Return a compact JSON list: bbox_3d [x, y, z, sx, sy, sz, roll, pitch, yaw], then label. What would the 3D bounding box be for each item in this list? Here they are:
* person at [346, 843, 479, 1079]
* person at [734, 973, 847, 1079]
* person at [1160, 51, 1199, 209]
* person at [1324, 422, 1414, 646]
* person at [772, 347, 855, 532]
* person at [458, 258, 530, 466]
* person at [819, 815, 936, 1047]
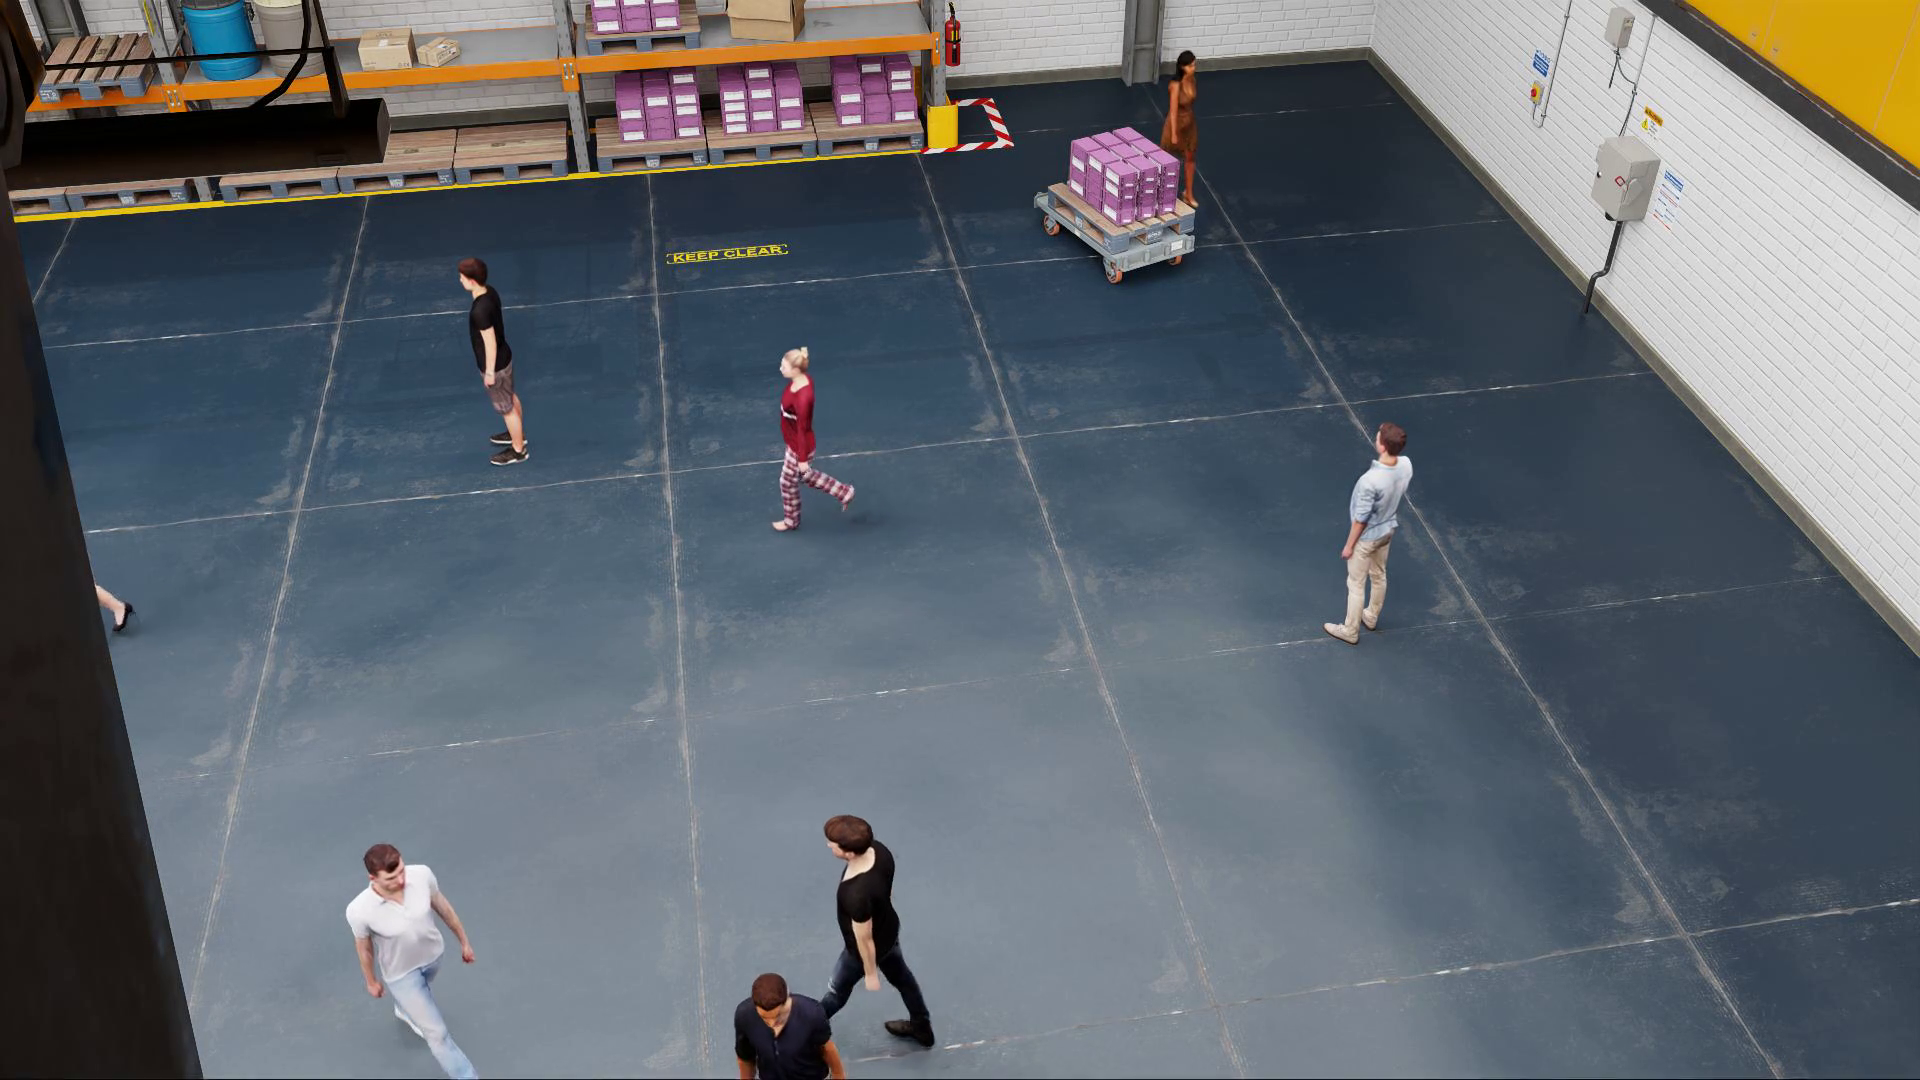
[{"bbox_3d":[-3.021,2.255,9.047,1.262,1.799,1.245,26,46,29],"label":"person"},{"bbox_3d":[-0.840,2.661,8.518,0.691,1.825,0.820,1,39,2],"label":"person"},{"bbox_3d":[2.222,-4.296,17.357,1.010,1.665,1.032,30,47,32],"label":"person"},{"bbox_3d":[2.952,-0.050,11.894,0.662,1.848,0.794,-26,46,-29],"label":"person"},{"bbox_3d":[-1.169,-0.766,12.923,0.905,1.682,0.651,-5,39,-6],"label":"person"},{"bbox_3d":[-3.826,-1.484,13.679,0.538,1.861,0.675,-6,39,-8],"label":"person"},{"bbox_3d":[-0.391,2.199,9.080,1.288,1.846,1.029,9,39,11],"label":"person"}]
